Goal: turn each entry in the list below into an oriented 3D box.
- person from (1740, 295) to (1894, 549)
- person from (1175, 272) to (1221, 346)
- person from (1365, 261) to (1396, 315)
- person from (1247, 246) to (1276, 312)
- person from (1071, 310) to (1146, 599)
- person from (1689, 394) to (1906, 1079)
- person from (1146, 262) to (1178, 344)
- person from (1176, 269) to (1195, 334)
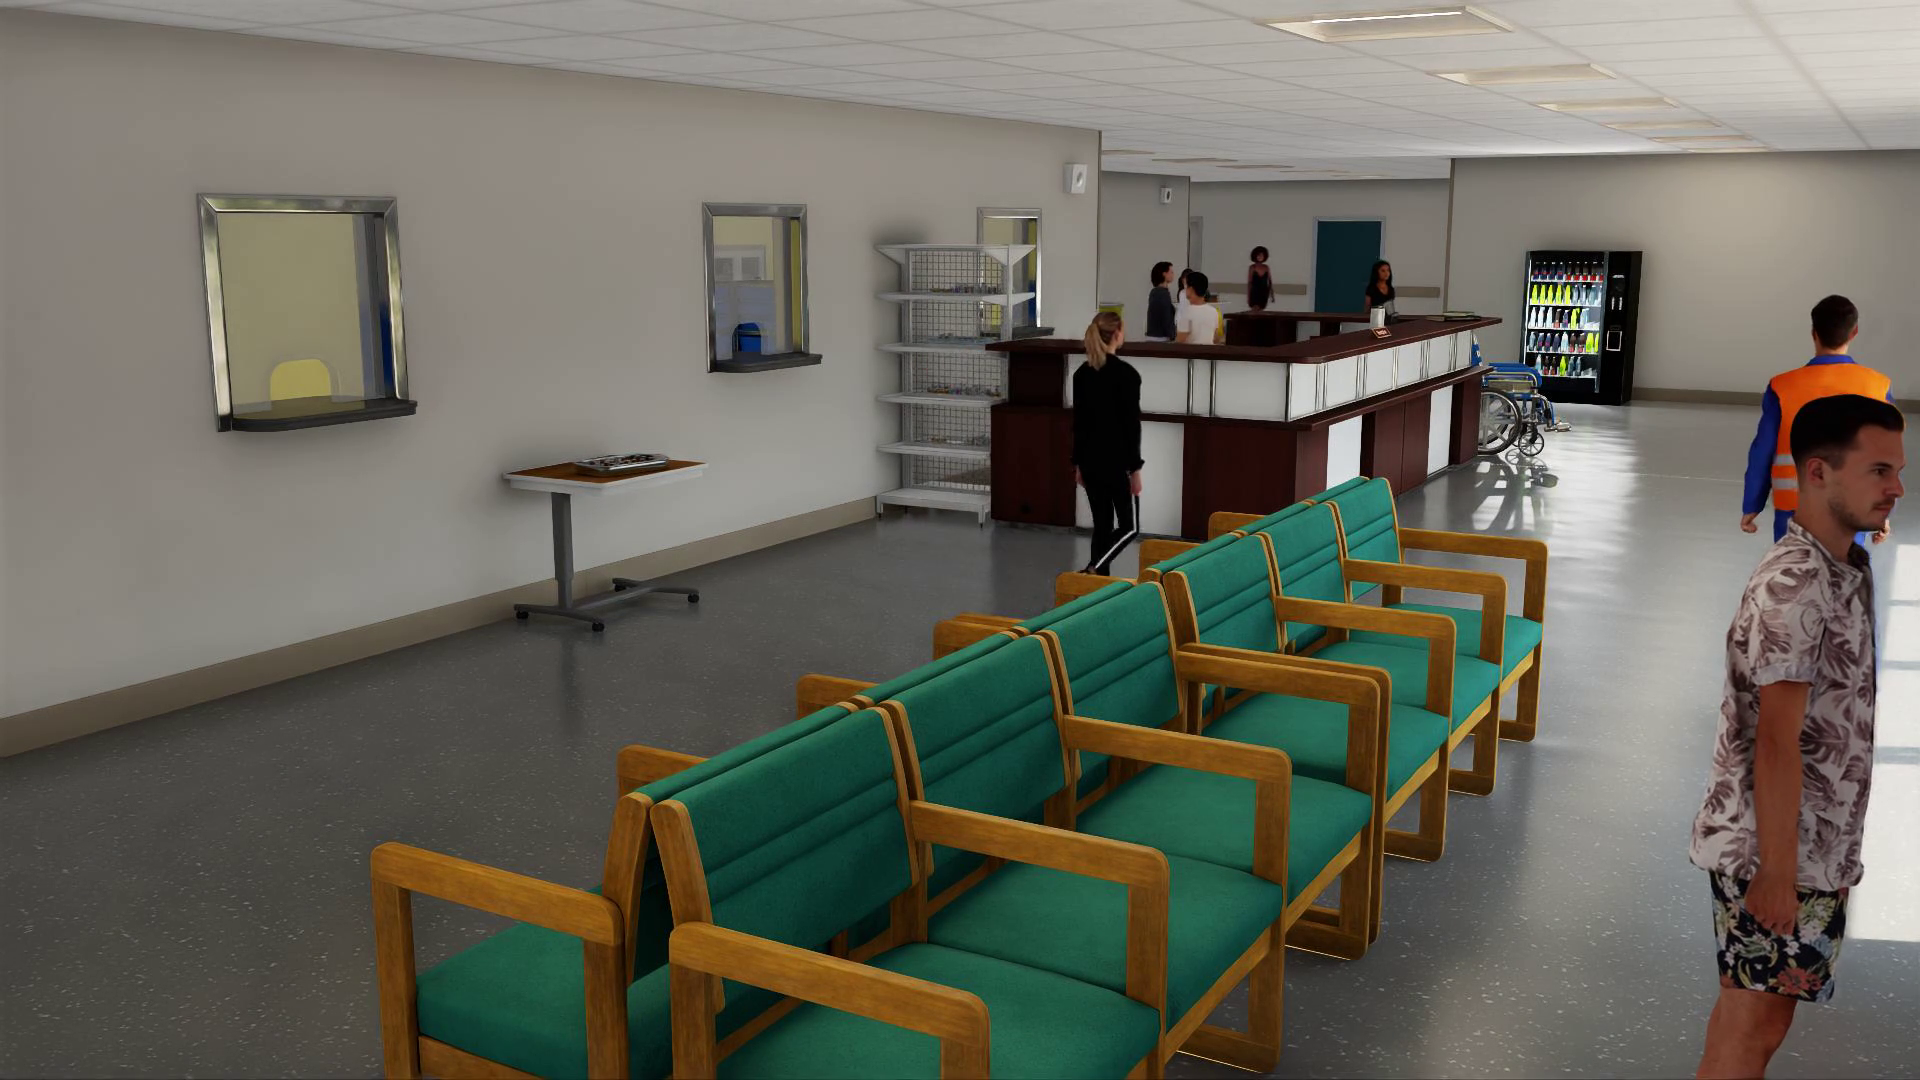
[{"bbox_3d":[3.640,-0.086,7.001,0.734,1.854,0.867,3,11,14],"label":"person"},{"bbox_3d":[2.210,-1.574,15.145,0.757,1.709,0.762,-8,13,-35],"label":"person"},{"bbox_3d":[4.880,-2.414,19.604,0.757,1.727,0.821,-4,12,-21],"label":"person"},{"bbox_3d":[5.134,-4.160,28.754,1.039,1.747,1.080,-3,11,-14],"label":"person"},{"bbox_3d":[0.739,-0.356,8.840,0.776,1.698,0.785,10,15,43],"label":"person"},{"bbox_3d":[1.738,0.593,3.527,0.552,1.815,0.656,7,13,31],"label":"person"},{"bbox_3d":[2.051,-2.086,17.836,1.050,1.744,0.962,-2,11,-10],"label":"person"},{"bbox_3d":[3.108,-2.956,22.917,0.510,1.557,0.529,7,13,31],"label":"person"}]
